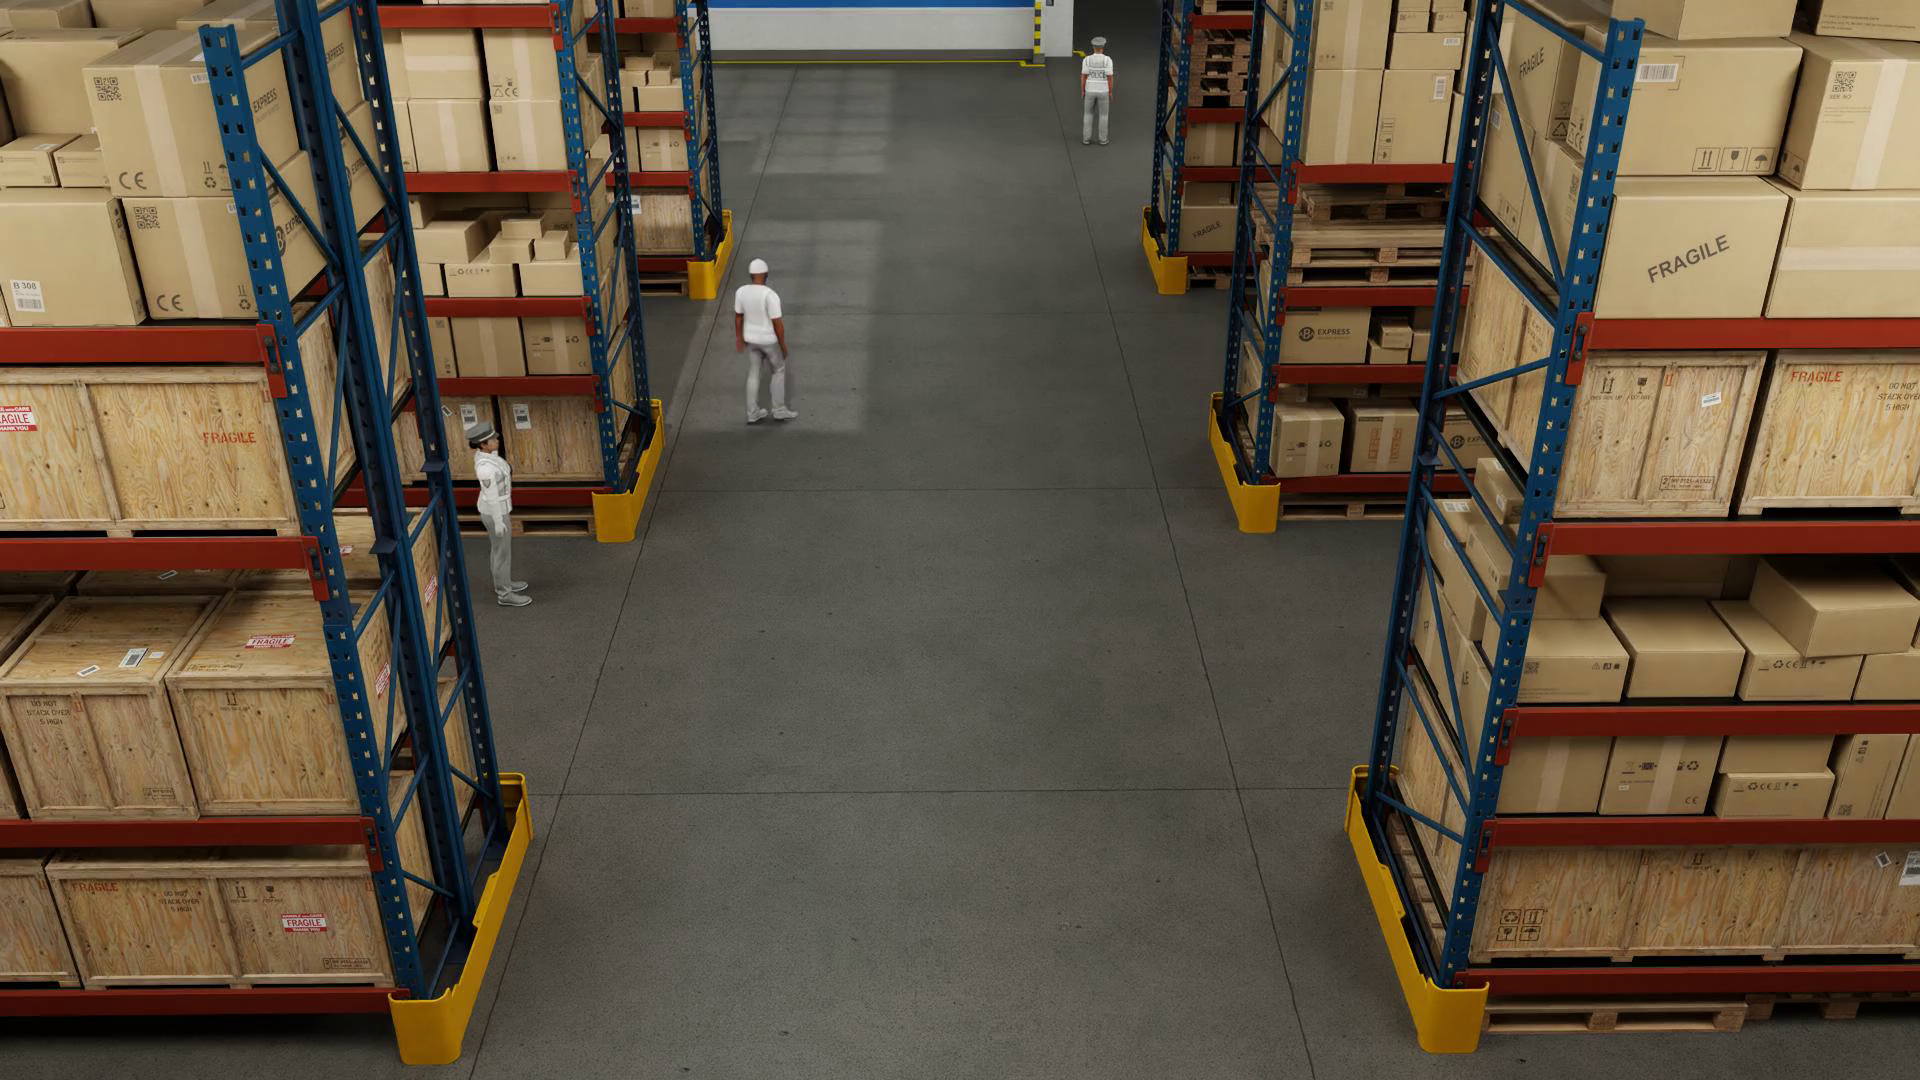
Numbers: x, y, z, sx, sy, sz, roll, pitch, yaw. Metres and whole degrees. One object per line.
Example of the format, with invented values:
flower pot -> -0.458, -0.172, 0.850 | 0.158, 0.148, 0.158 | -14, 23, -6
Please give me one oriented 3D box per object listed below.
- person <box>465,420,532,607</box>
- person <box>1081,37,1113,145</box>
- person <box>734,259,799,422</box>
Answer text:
person -> -4.015, -0.246, 14.449 | 0.347, 1.689, 0.464 | -9, 29, -15
person -> 2.306, -7.547, 27.938 | 0.529, 1.771, 0.413 | 4, 29, 8
person -> -2.146, -2.126, 17.859 | 0.645, 1.784, 0.517 | 14, 31, 24
